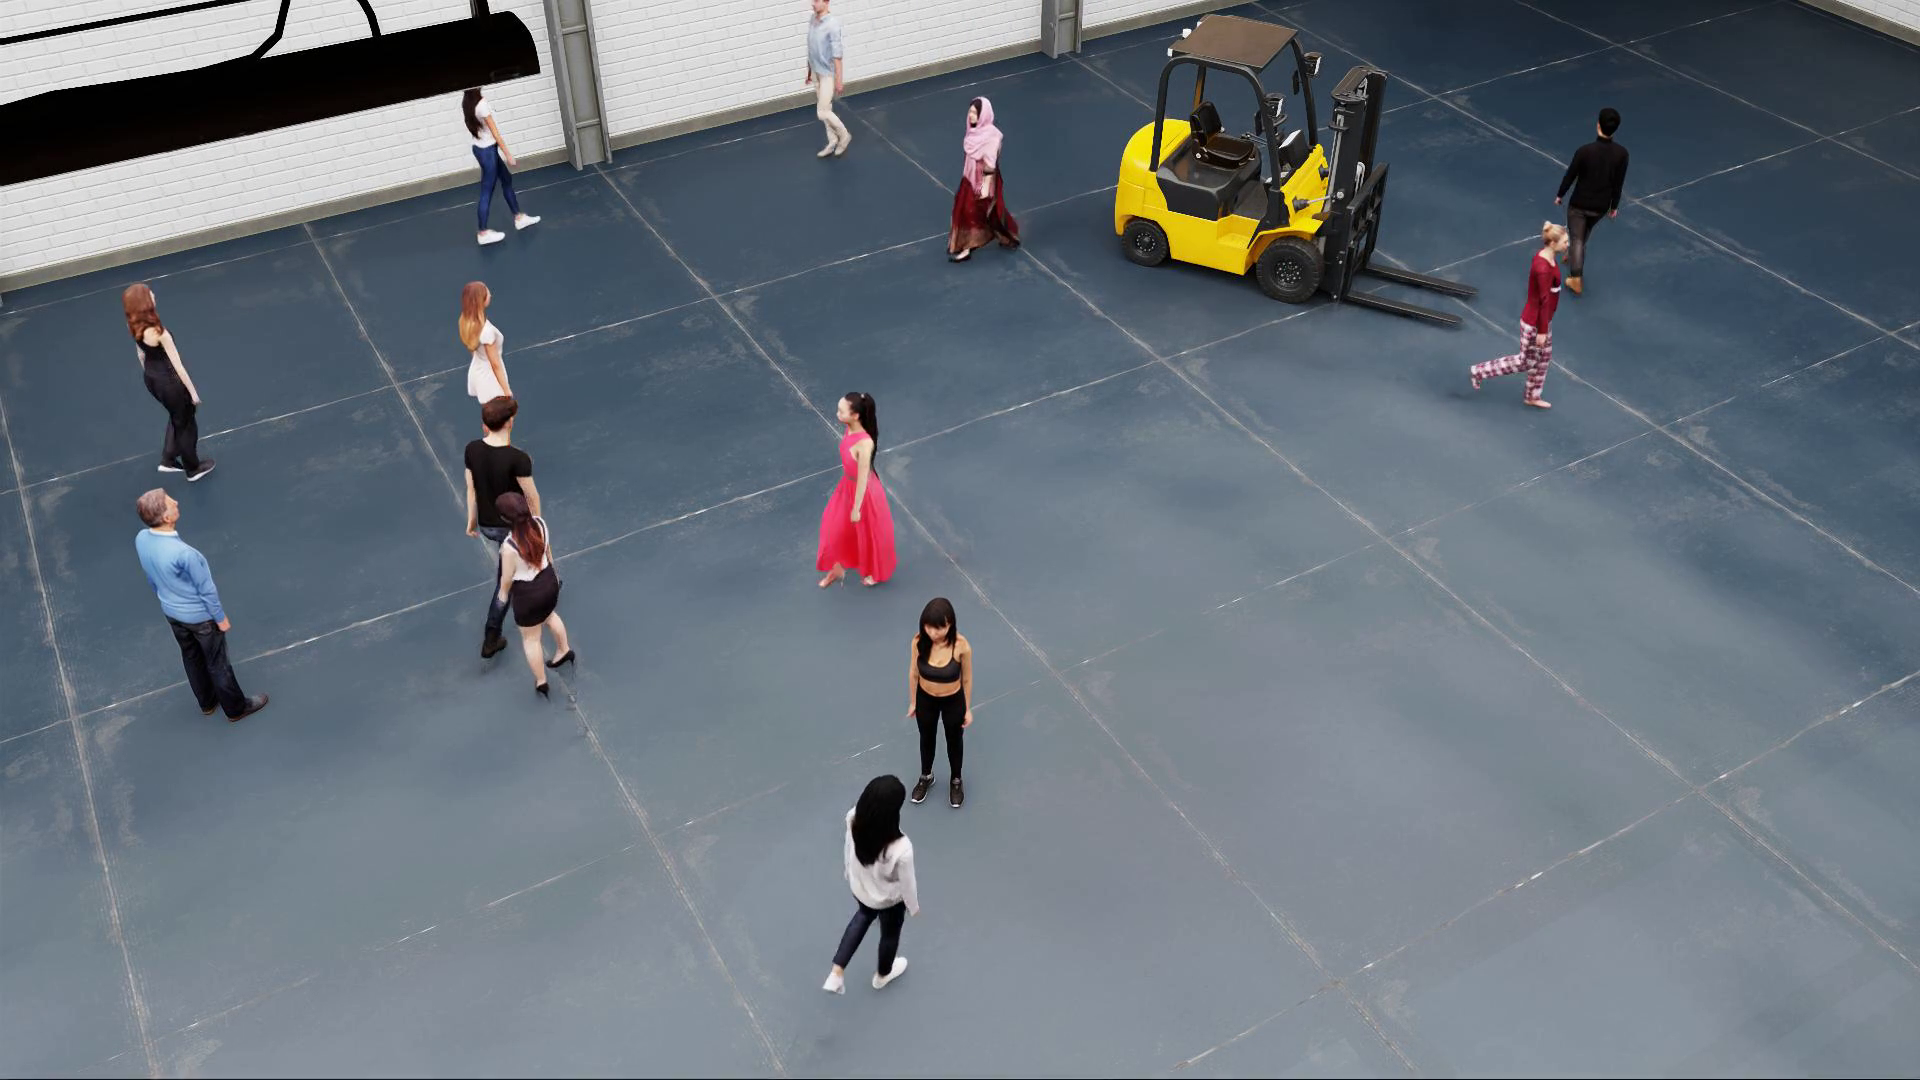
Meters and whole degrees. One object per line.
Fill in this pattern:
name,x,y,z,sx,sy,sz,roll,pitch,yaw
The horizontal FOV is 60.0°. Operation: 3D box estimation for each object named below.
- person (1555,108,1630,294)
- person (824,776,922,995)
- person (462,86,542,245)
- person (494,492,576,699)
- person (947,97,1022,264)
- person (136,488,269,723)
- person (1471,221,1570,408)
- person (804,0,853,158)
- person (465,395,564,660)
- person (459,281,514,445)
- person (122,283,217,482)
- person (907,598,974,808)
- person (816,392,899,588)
person,5.799,-3.080,15.274,1.132,1.684,1.077,0,39,0
person,-0.495,1.938,8.990,0.795,1.685,0.904,24,44,27
person,-4.617,-3.647,15.933,0.888,1.748,0.619,-17,42,-20
person,-2.805,0.383,10.978,0.753,1.634,0.687,19,42,22
person,0.272,-3.414,15.754,1.082,1.606,0.732,-28,46,-31
person,-4.991,0.425,10.779,0.749,1.818,0.763,17,42,20
person,4.682,-1.836,13.719,1.007,1.680,0.985,13,40,15
person,-1.336,-4.915,17.449,0.689,1.837,0.672,-24,45,-27
person,-3.155,-0.043,11.347,1.131,1.840,1.284,14,41,17
person,-3.678,-1.248,12.972,0.574,1.693,0.596,-26,45,-29
person,-6.194,-1.159,12.826,0.788,1.737,0.861,17,42,21
person,-0.112,0.981,10.222,0.620,1.643,0.689,7,39,9
person,-0.622,-0.338,11.820,0.861,1.710,0.666,-14,41,-17
